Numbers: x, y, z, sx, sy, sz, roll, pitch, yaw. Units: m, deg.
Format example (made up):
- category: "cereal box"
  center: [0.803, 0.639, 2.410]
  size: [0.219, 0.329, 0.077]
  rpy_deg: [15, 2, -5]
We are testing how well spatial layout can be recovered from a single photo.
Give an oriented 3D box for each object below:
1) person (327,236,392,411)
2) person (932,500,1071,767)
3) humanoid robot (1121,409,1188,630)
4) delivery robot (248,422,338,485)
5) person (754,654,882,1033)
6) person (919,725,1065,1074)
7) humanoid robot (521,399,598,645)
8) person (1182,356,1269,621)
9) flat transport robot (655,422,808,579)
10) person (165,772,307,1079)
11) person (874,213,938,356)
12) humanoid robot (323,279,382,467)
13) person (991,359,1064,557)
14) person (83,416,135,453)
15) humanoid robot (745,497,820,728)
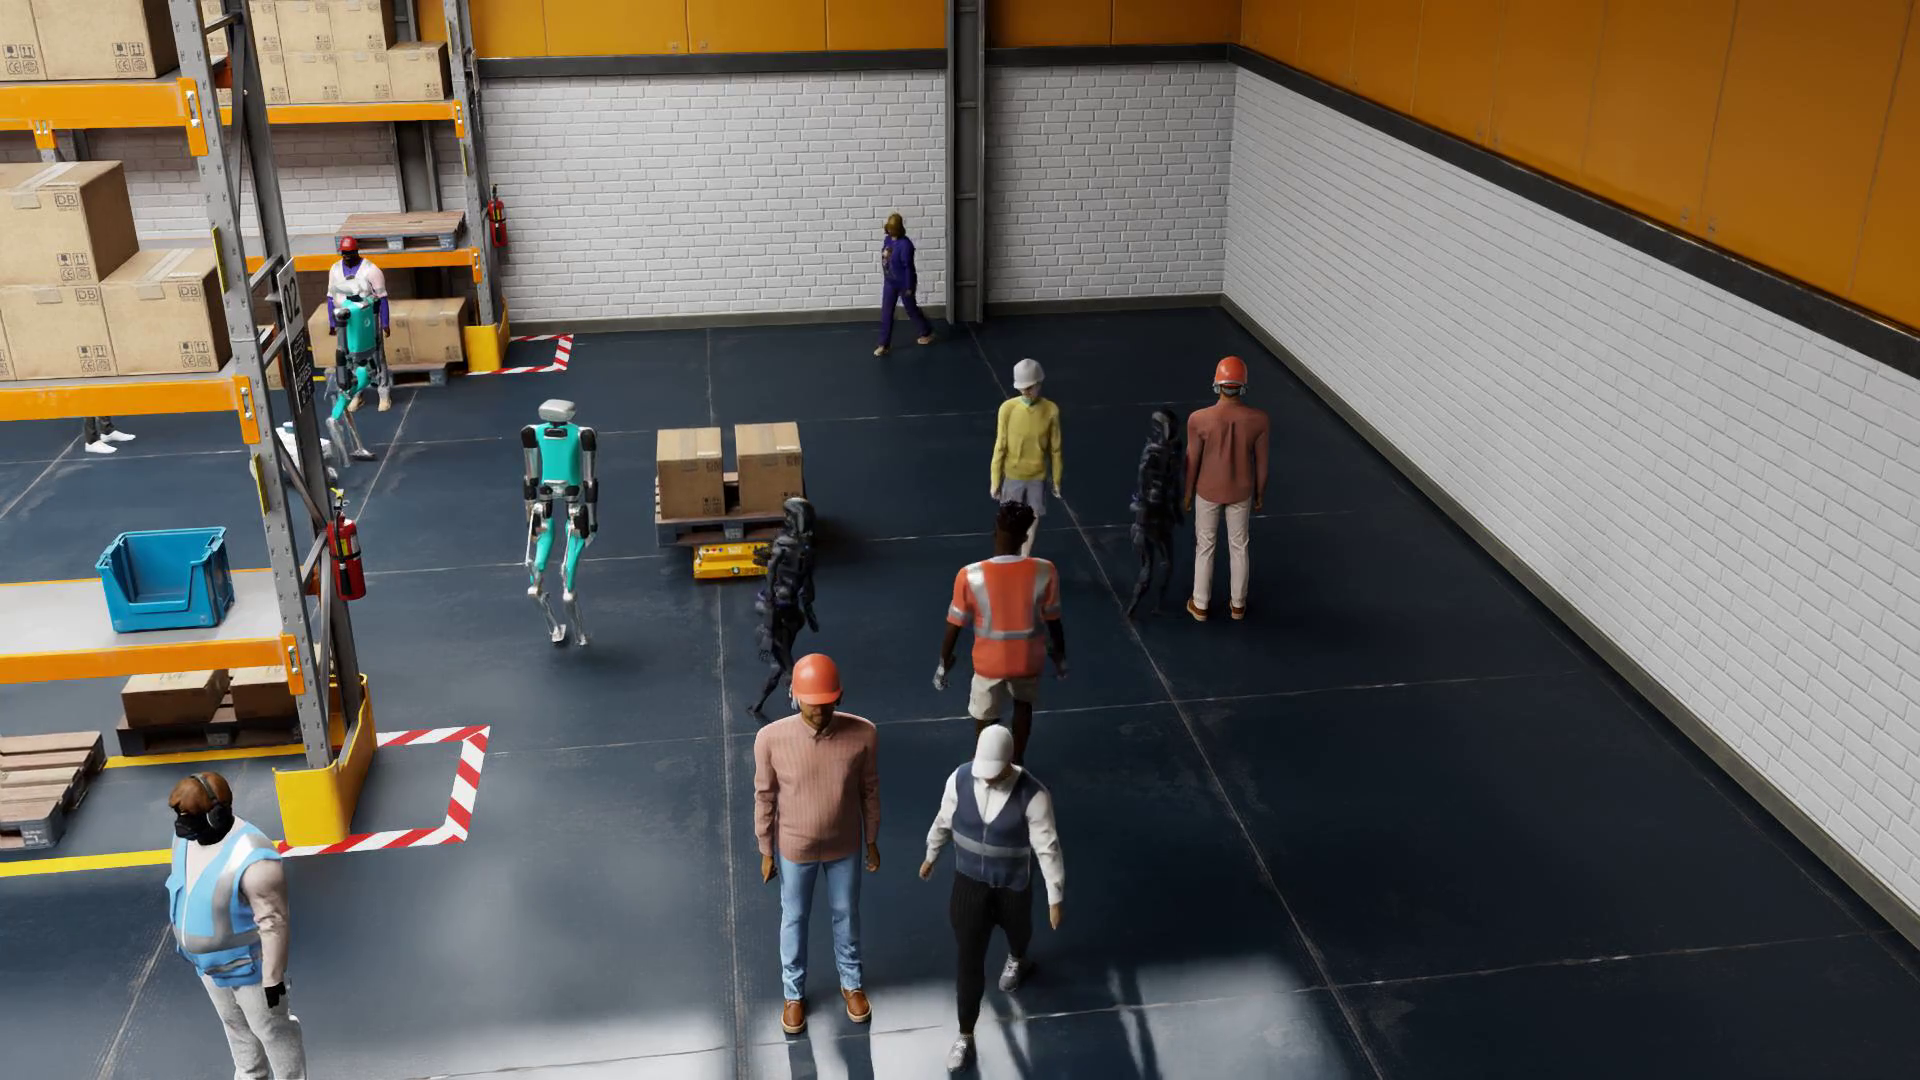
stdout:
- category: "person"
  center: [-5.922, -2.125, 16.392]
  size: [0.600, 1.754, 0.420]
  rpy_deg: [-1, 24, -1]
- category: "person"
  center: [0.244, 0.703, 9.727]
  size: [0.826, 1.930, 0.472]
  rpy_deg: [-4, 24, -8]
- category: "humanoid robot"
  center: [1.414, -0.172, 12.041]
  size: [0.322, 1.647, 0.610]
  rpy_deg: [17, 29, 33]
- category: "delivery robot"
  center: [-5.914, -0.757, 14.760]
  size: [0.789, 0.590, 0.499]
  rpy_deg: [15, 28, 30]
- category: "person"
  center: [-0.670, 1.443, 7.964]
  size: [0.610, 1.997, 0.376]
  rpy_deg: [-5, 24, -12]
- category: "person"
  center: [0.159, 1.599, 7.969]
  size: [0.759, 1.701, 0.951]
  rpy_deg: [6, 25, 14]
- category: "humanoid robot"
  center: [-2.837, -0.032, 11.689]
  size: [0.543, 1.800, 0.772]
  rpy_deg: [2, 24, 3]
- category: "person"
  center: [1.914, -0.365, 12.084]
  size: [0.621, 1.991, 0.394]
  rpy_deg: [-1, 24, -3]
- category: "flat transport robot"
  center: [-1.848, -0.068, 13.553]
  size: [0.659, 0.231, 1.431]
  rpy_deg: [-3, 24, -8]
- category: "person"
  center: [-3.173, 1.827, 7.280]
  size: [0.627, 1.843, 0.429]
  rpy_deg: [14, 27, 29]
- category: "person"
  center: [-0.617, -2.848, 18.257]
  size: [0.492, 1.577, 0.816]
  rpy_deg: [22, 32, 40]
- category: "humanoid robot"
  center: [-5.547, -1.469, 15.000]
  size: [0.773, 1.839, 0.541]
  rpy_deg: [9, 25, 20]
- category: "person"
  center: [0.506, -0.480, 12.499]
  size: [0.546, 1.872, 0.427]
  rpy_deg: [-1, 24, -2]
- category: "person"
  center: [-8.005, -1.729, 15.376]
  size: [0.354, 1.856, 0.522]
  rpy_deg: [1, 24, 2]
- category: "humanoid robot"
  center: [-1.108, 0.494, 10.570]
  size: [0.715, 1.621, 0.592]
  rpy_deg: [10, 26, 22]
